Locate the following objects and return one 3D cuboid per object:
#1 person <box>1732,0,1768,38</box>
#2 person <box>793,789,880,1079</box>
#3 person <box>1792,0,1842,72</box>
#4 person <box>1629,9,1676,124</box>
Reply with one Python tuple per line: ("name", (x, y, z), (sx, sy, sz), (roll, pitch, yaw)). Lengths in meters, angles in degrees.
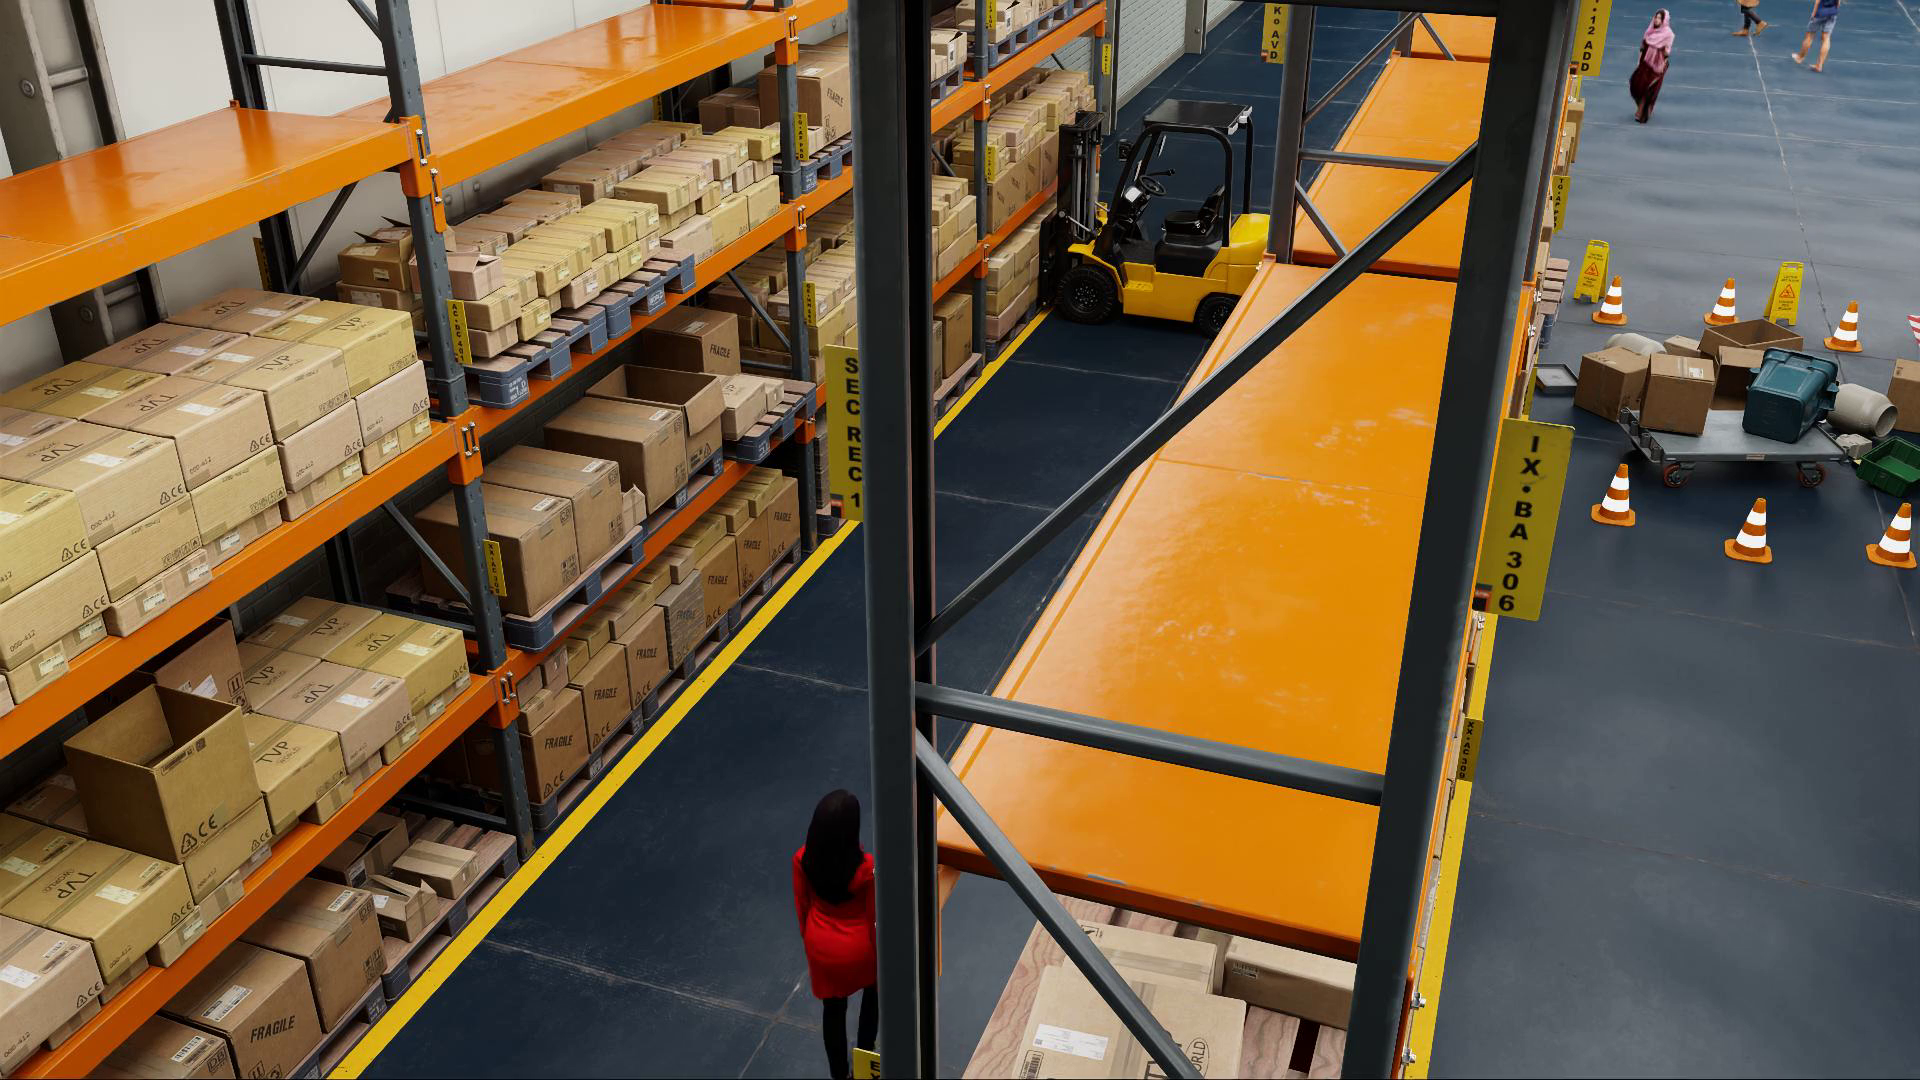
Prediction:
("person", (14.427, -9.950, 30.031), (0.785, 1.712, 0.824), (15, 32, 26))
("person", (-0.562, 1.946, 7.668), (0.650, 1.734, 0.638), (6, 29, 12))
("person", (14.390, -8.705, 27.577), (0.857, 1.820, 1.101), (0, 28, 0))
("person", (10.306, -7.050, 24.664), (0.921, 1.636, 0.847), (-21, 35, -34))
